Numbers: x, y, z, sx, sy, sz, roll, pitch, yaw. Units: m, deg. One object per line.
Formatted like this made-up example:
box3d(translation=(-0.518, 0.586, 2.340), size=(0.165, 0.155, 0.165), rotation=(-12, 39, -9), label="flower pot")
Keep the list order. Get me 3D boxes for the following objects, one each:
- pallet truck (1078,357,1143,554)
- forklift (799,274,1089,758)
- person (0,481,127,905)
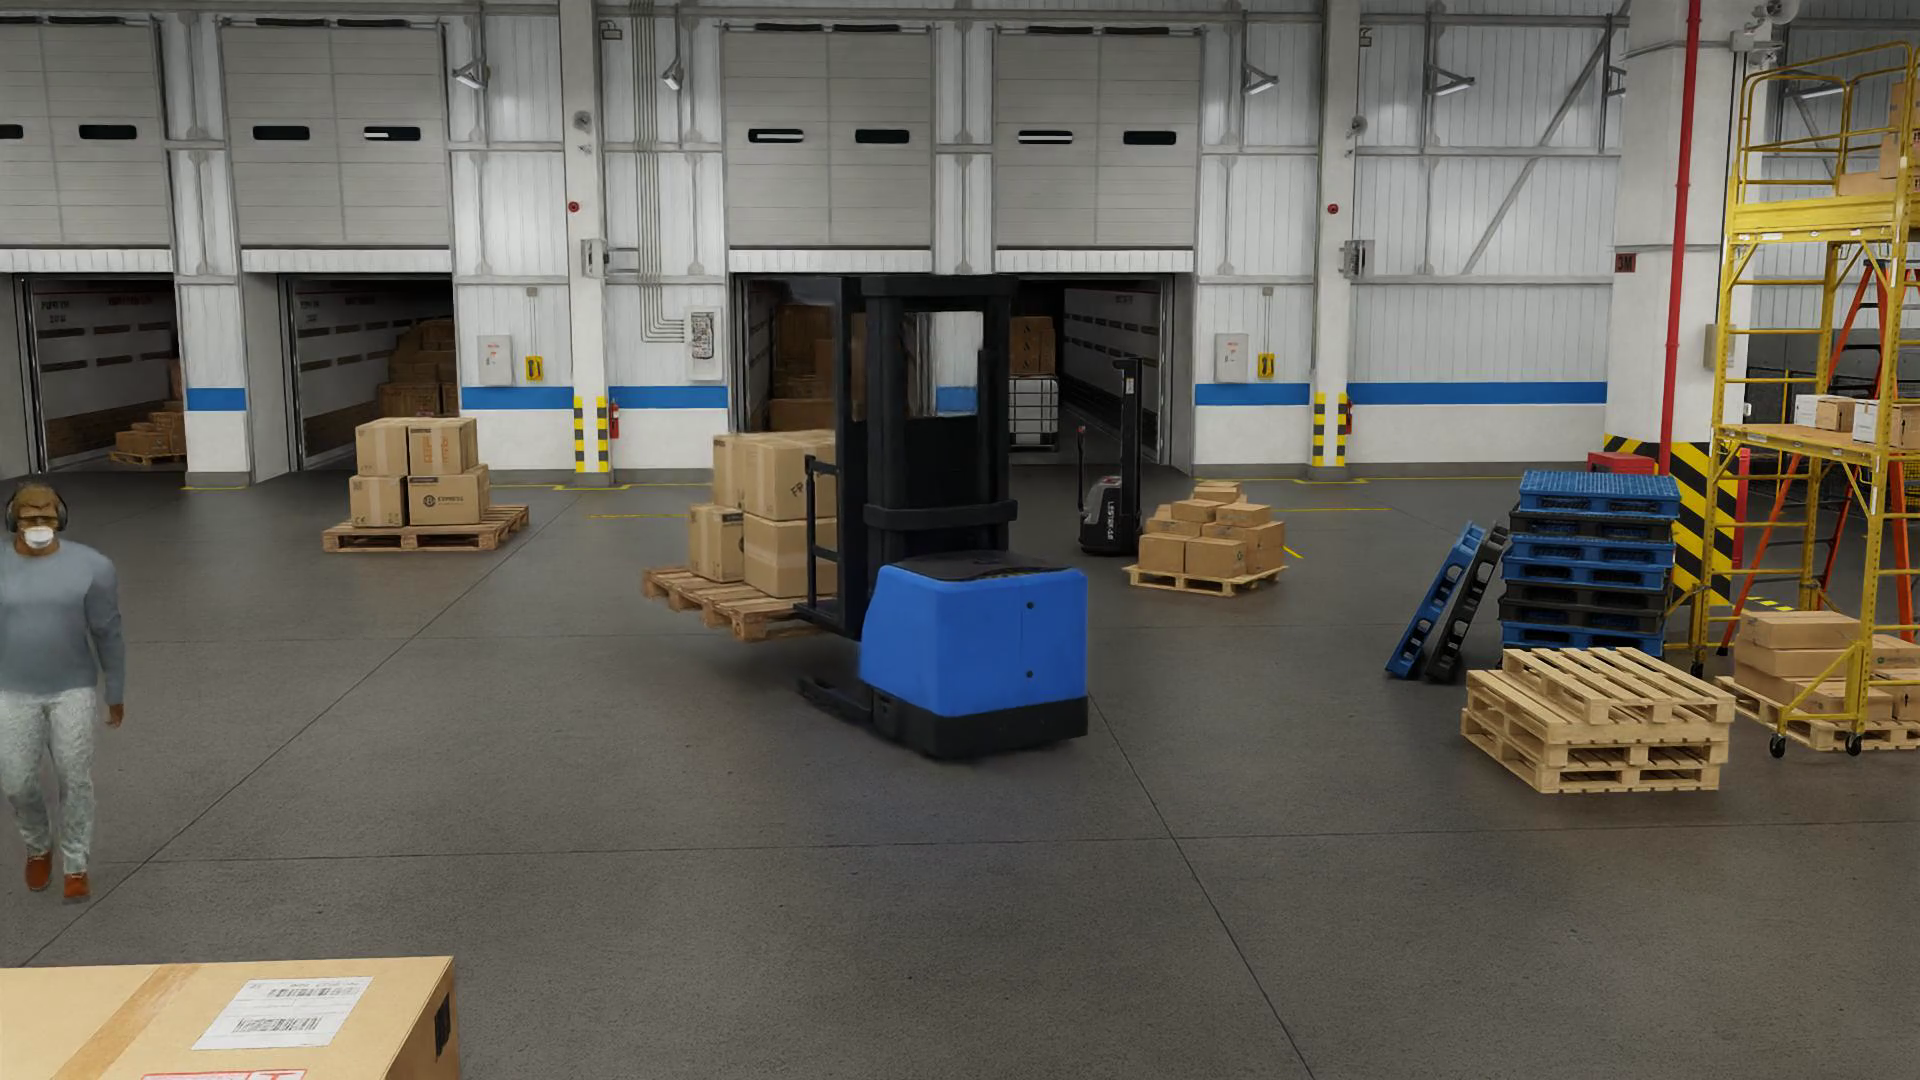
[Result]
box3d(translation=(2.088, -0.836, 16.757), size=(1.885, 1.965, 0.823), rotation=(2, 9, 13), label="pallet truck")
box3d(translation=(-0.112, -0.244, 10.281), size=(1.129, 2.768, 1.873), rotation=(-5, 10, -30), label="forklift")
box3d(translation=(-4.058, 0.691, 7.406), size=(0.651, 1.919, 0.426), rotation=(-5, 10, -27), label="person")
